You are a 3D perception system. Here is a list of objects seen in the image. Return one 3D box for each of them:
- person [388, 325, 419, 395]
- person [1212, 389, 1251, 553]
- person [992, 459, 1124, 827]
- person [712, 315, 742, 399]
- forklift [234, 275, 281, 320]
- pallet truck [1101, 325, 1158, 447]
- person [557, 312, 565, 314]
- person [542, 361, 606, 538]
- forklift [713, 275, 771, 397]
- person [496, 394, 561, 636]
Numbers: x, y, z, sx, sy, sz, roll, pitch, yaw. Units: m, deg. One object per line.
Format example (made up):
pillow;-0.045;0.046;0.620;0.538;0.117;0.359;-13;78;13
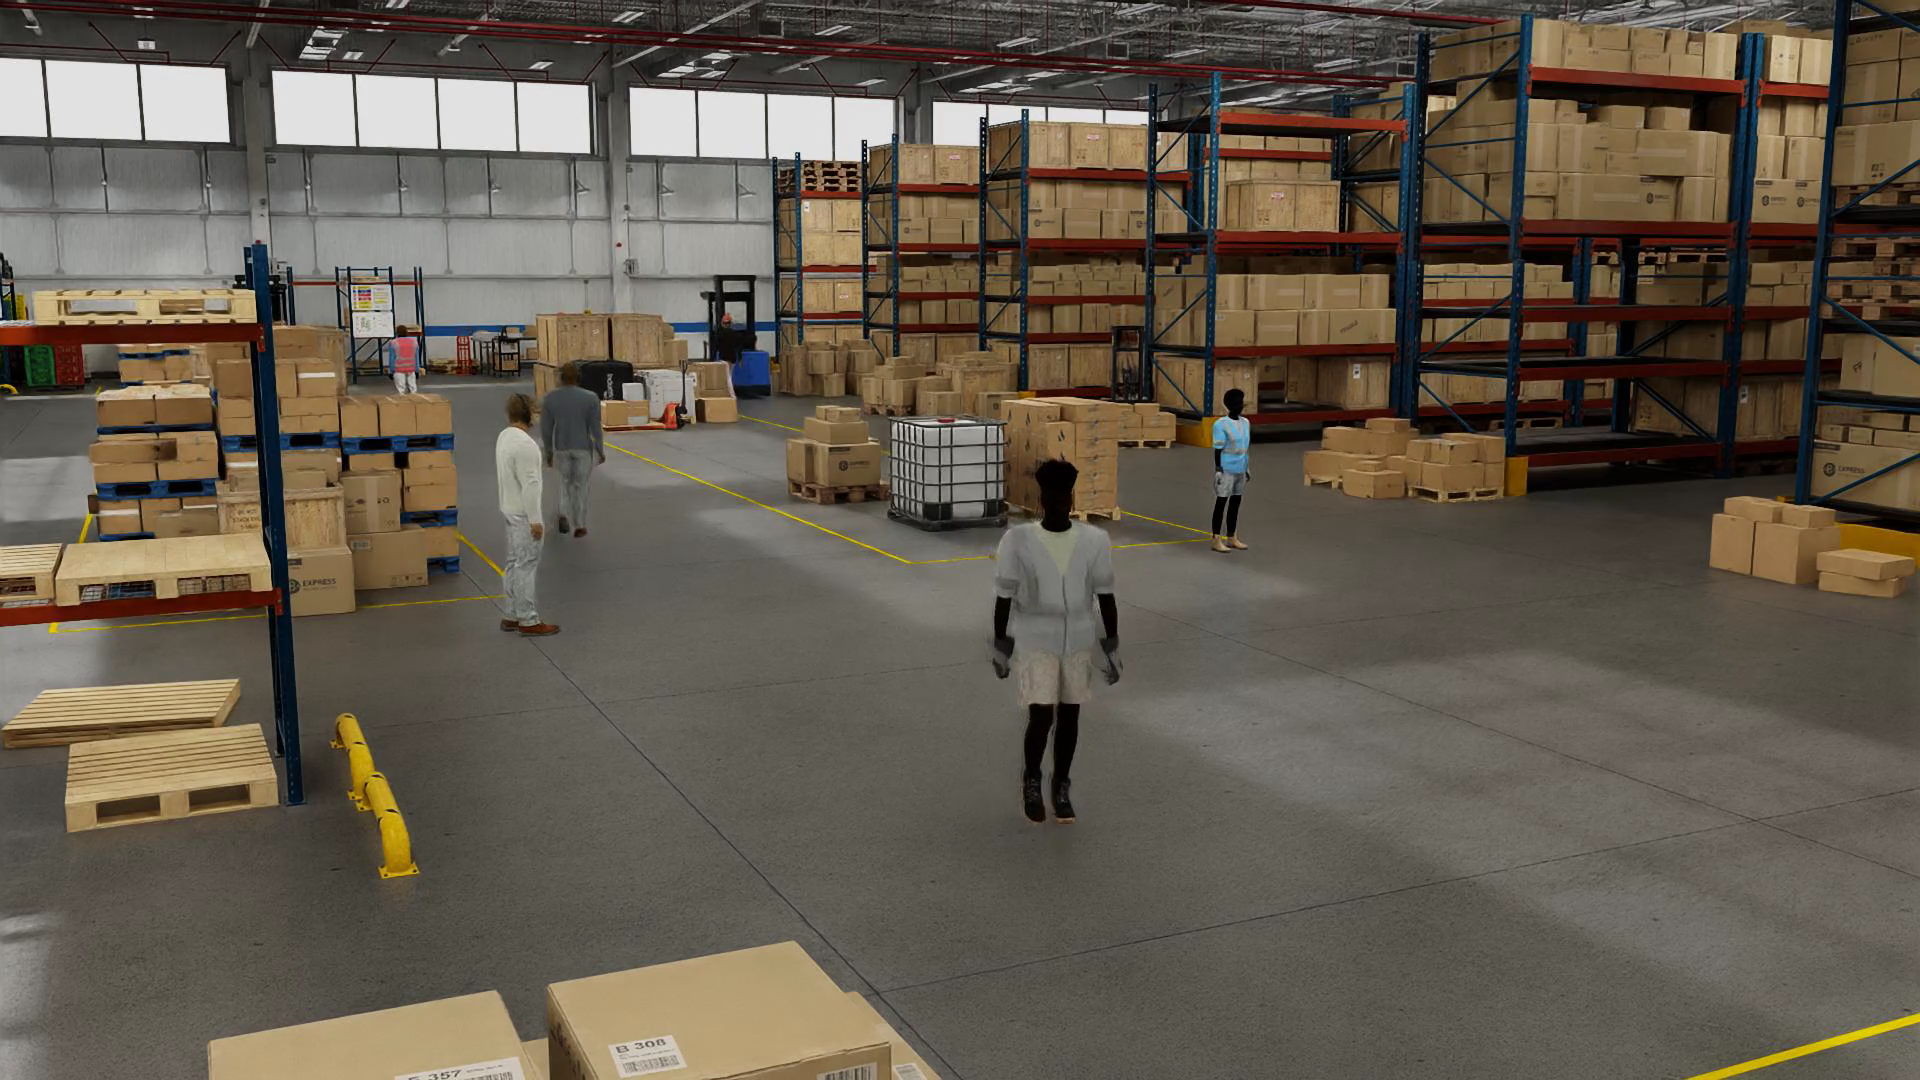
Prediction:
person;-11.070;-3.352;33.096;0.633;1.841;0.429;-9;13;-43
person;2.812;-0.718;17.201;0.540;1.695;0.317;-8;12;-41
person;0.503;0.539;8.625;0.629;1.942;0.493;-2;9;-15
person;-5.155;-4.014;36.897;0.612;1.953;0.995;-7;11;-36
forklift;-15.632;-4.532;37.205;1.129;2.768;1.873;-4;10;-25
pallet truck;2.881;-2.596;27.923;0.823;1.965;1.885;-1;9;-7
person;-9.648;-4.543;40.241;0.384;1.930;0.540;-1;9;-4
person;-4.195;-0.981;18.143;0.634;1.924;0.439;1;9;4
forklift;-5.169;-4.727;38.413;1.129;2.768;1.873;-4;10;-25
person;-3.461;-0.193;13.227;0.462;1.936;0.680;-6;11;-32
